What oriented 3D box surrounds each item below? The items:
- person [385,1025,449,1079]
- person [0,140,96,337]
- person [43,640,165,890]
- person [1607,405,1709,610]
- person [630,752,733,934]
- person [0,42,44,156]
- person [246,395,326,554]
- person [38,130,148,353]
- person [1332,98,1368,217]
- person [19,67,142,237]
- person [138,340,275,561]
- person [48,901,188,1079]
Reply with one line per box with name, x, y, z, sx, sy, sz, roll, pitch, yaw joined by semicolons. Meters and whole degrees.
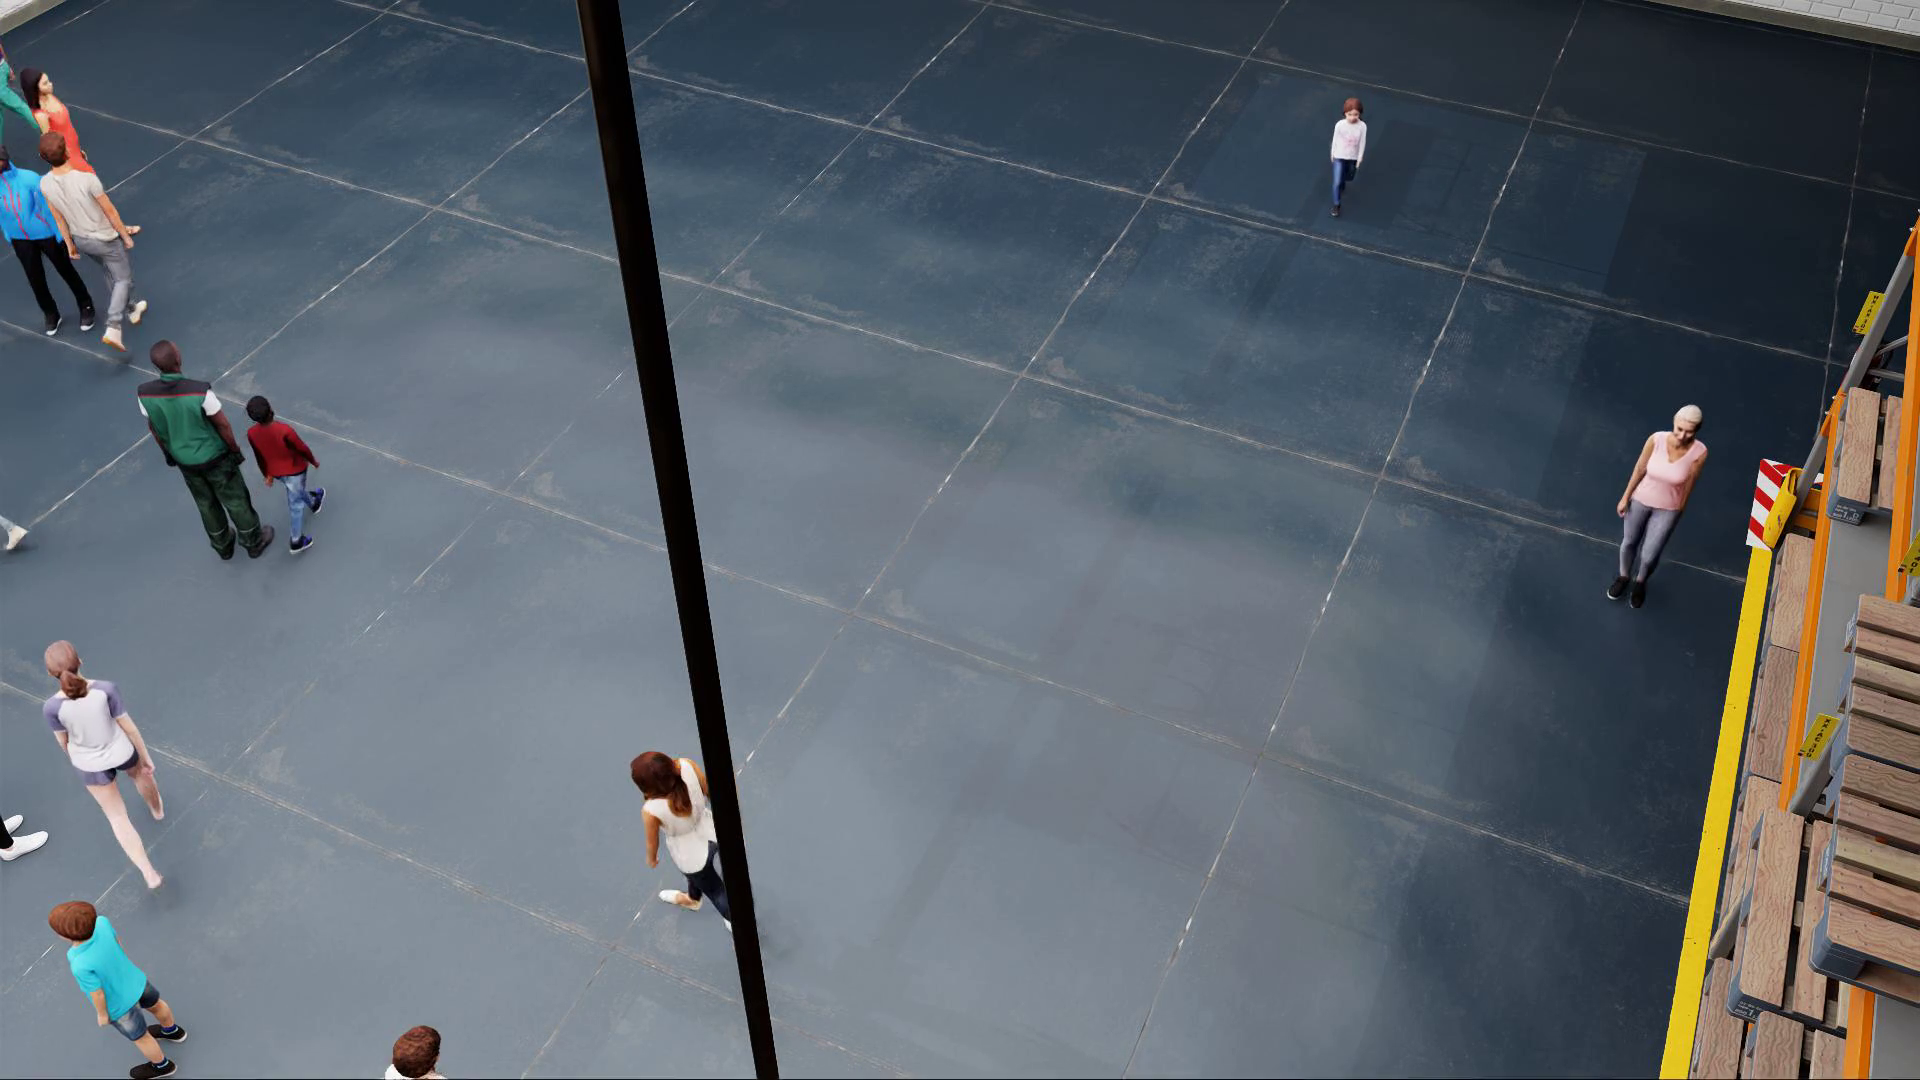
person;-2.546;2.930;7.987;0.646;1.642;0.693;15;46;15
person;-7.534;-2.497;13.577;0.715;1.790;0.750;-6;44;-7
person;-4.916;1.317;9.616;1.098;1.732;0.975;-27;50;-26
person;4.750;-0.293;11.319;0.601;1.714;0.628;26;50;25
person;-1.392;1.705;9.207;0.731;1.733;0.822;28;50;26
person;-8.920;-4.319;15.540;1.176;1.720;1.191;-9;44;-9
person;-4.816;-0.460;11.847;0.661;1.227;0.948;7;44;7
person;-6.971;-2.383;13.397;0.930;1.874;1.212;2;44;2
person;3.527;-3.542;15.177;0.580;1.095;0.787;4;44;4
person;-7.868;-3.314;14.509;1.104;1.687;1.015;-15;46;-15
person;-5.269;-0.606;11.558;0.776;1.838;0.760;-1;44;-1
person;-4.421;2.346;8.741;0.653;1.449;0.546;0;44;0
